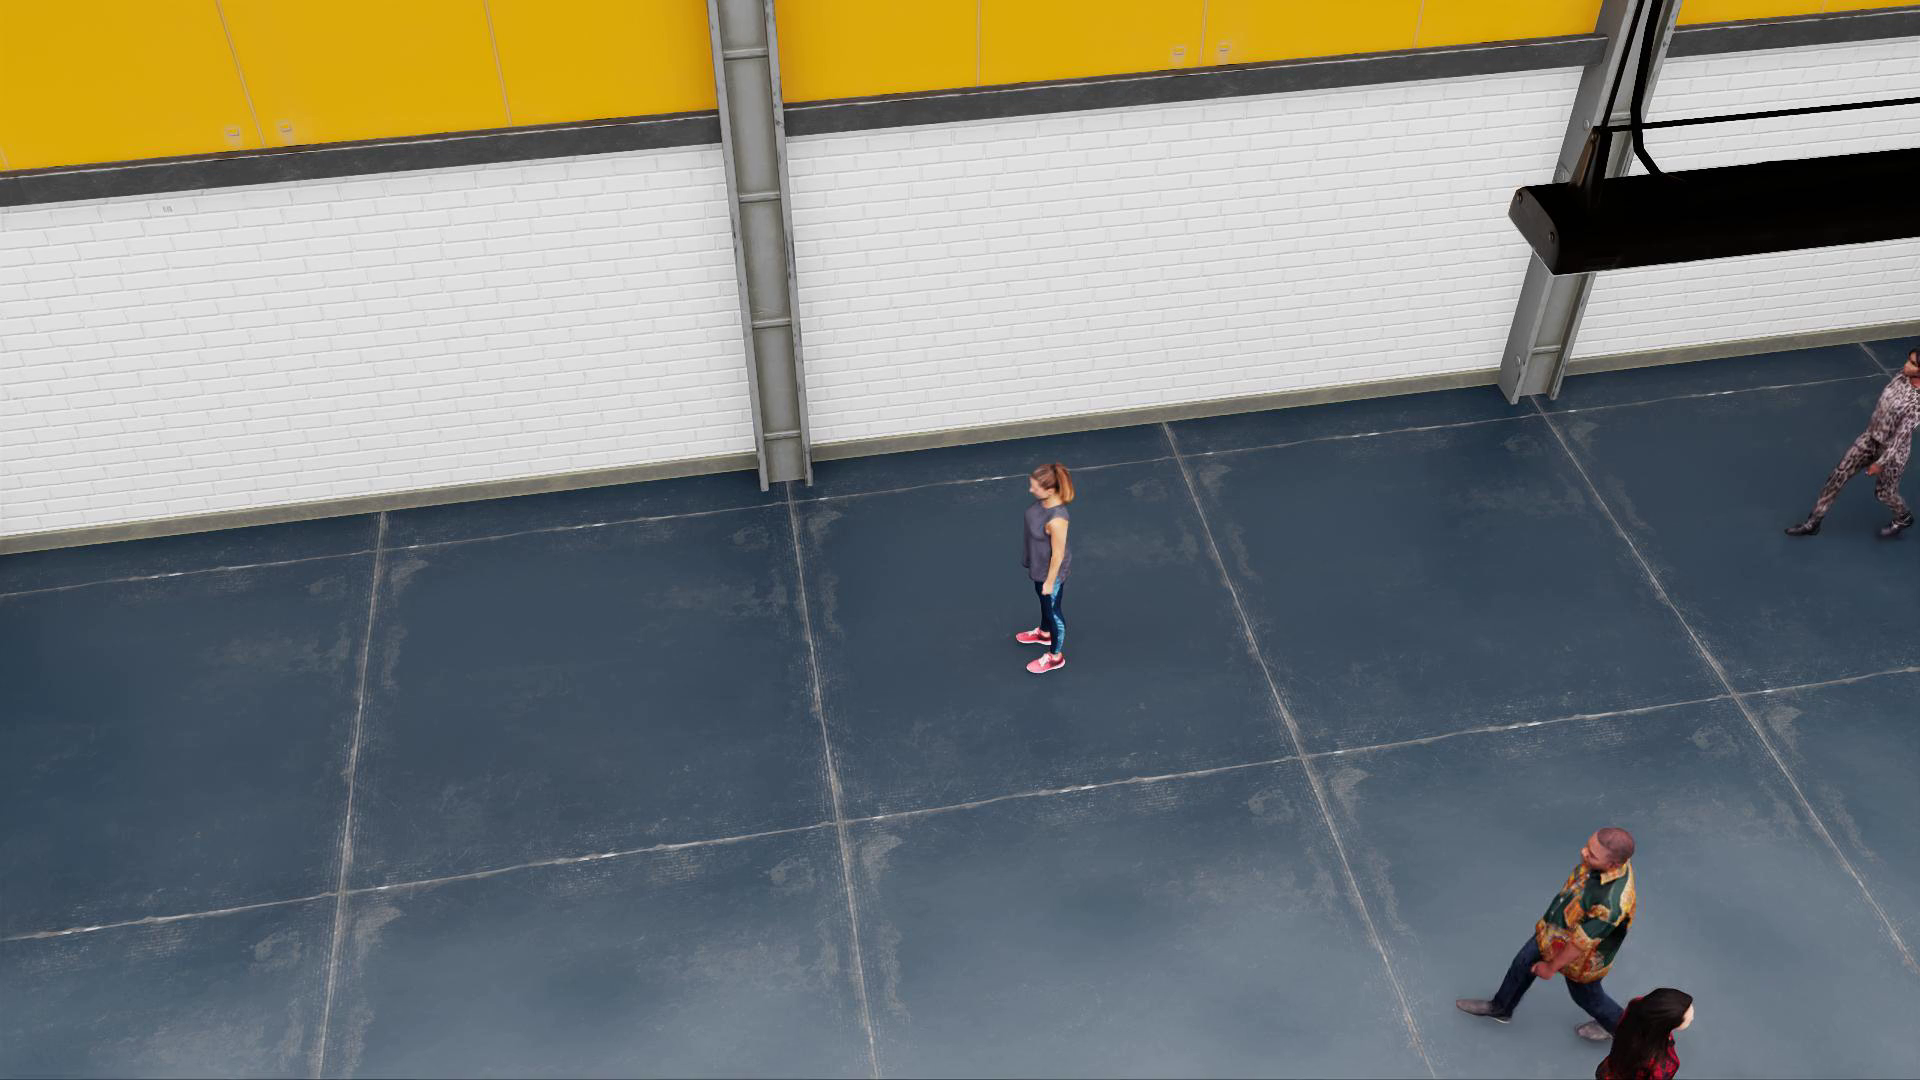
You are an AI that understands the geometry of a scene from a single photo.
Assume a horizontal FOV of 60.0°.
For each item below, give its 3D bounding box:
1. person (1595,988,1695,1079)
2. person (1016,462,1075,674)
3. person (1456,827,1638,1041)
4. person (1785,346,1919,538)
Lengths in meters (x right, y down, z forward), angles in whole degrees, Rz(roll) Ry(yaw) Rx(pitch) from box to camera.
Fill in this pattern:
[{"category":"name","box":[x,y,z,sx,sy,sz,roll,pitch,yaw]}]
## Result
[{"category":"person","box":[3.244,2.684,8.140,0.550,1.657,0.615,-1,44,-1]},{"category":"person","box":[0.571,0.154,10.738,0.515,1.737,0.548,-7,44,-7]},{"category":"person","box":[3.312,2.116,8.652,1.228,1.774,0.864,3,44,3]},{"category":"person","box":[6.519,-0.622,11.592,1.120,1.682,0.599,-5,44,-5]}]
